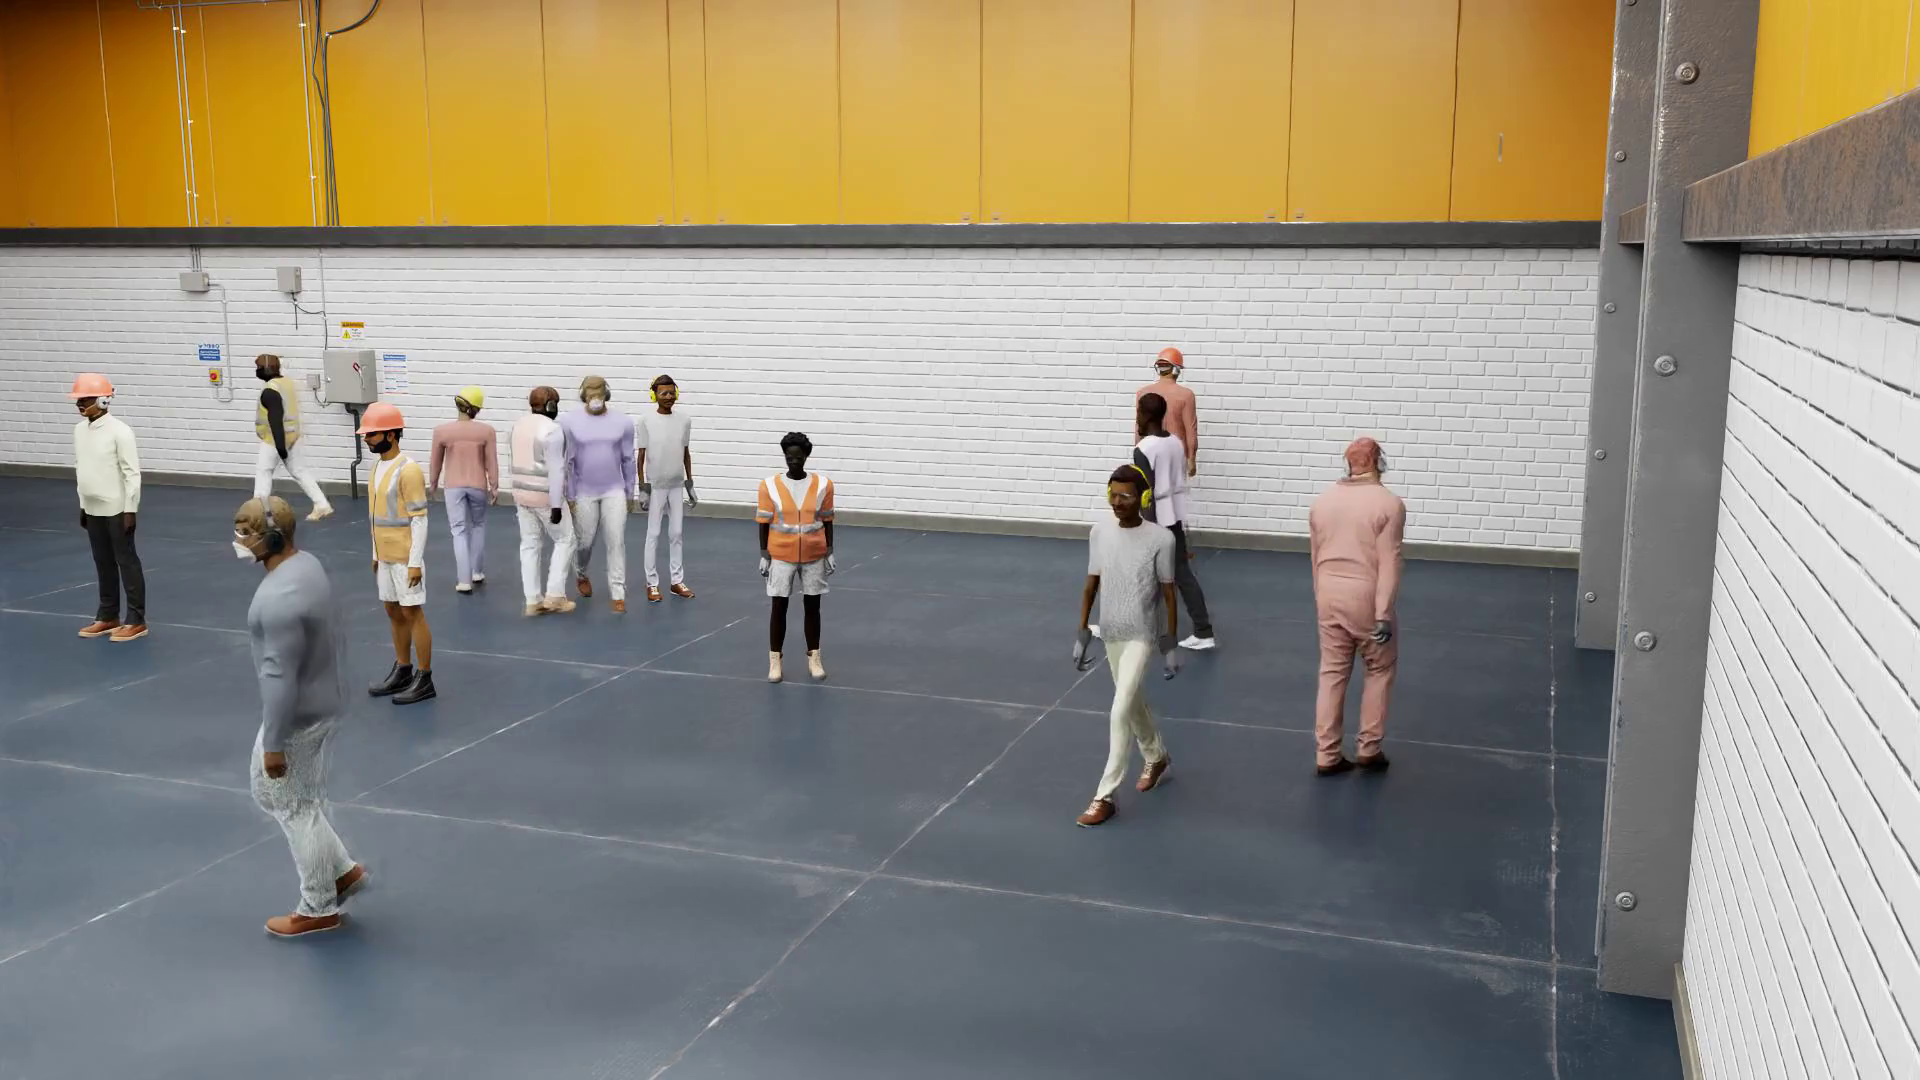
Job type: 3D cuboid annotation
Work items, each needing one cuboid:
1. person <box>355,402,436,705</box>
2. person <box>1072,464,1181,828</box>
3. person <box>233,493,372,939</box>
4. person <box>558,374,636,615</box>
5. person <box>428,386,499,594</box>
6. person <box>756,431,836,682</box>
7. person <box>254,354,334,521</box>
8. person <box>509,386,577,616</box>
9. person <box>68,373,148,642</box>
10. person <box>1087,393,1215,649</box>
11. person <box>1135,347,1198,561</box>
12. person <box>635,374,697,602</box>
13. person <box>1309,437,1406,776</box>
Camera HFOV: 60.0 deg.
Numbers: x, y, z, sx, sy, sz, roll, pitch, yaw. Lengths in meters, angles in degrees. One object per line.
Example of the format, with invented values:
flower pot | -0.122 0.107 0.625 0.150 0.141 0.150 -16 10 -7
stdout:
person | -3.620 0.086 10.628 0.550 1.935 0.376 10 14 43
person | 0.880 0.496 8.647 0.536 1.830 0.960 8 13 37
person | -2.806 0.748 6.947 0.433 1.918 0.642 -2 10 -12
person | -2.918 -0.387 13.375 0.631 1.922 0.755 -4 11 -21
person | -4.221 -0.439 14.133 0.552 1.720 0.713 -4 11 -23
person | -1.093 0.110 11.161 0.540 1.697 0.317 -2 10 -13
person | -7.132 -1.066 17.525 0.937 1.804 0.627 -1 10 -3
person | -3.300 -0.308 13.188 0.648 1.815 0.499 7 12 35
person | -6.320 -0.242 12.310 0.612 1.995 0.393 5 11 27
person | 1.446 -0.141 12.125 1.020 1.862 0.609 8 13 38
person | 1.917 -0.781 15.377 0.611 1.985 0.393 6 12 30
person | -2.420 -0.434 13.742 0.512 1.873 0.329 -7 12 -34
person | 2.174 0.374 9.225 0.595 1.857 0.667 -9 14 -42
